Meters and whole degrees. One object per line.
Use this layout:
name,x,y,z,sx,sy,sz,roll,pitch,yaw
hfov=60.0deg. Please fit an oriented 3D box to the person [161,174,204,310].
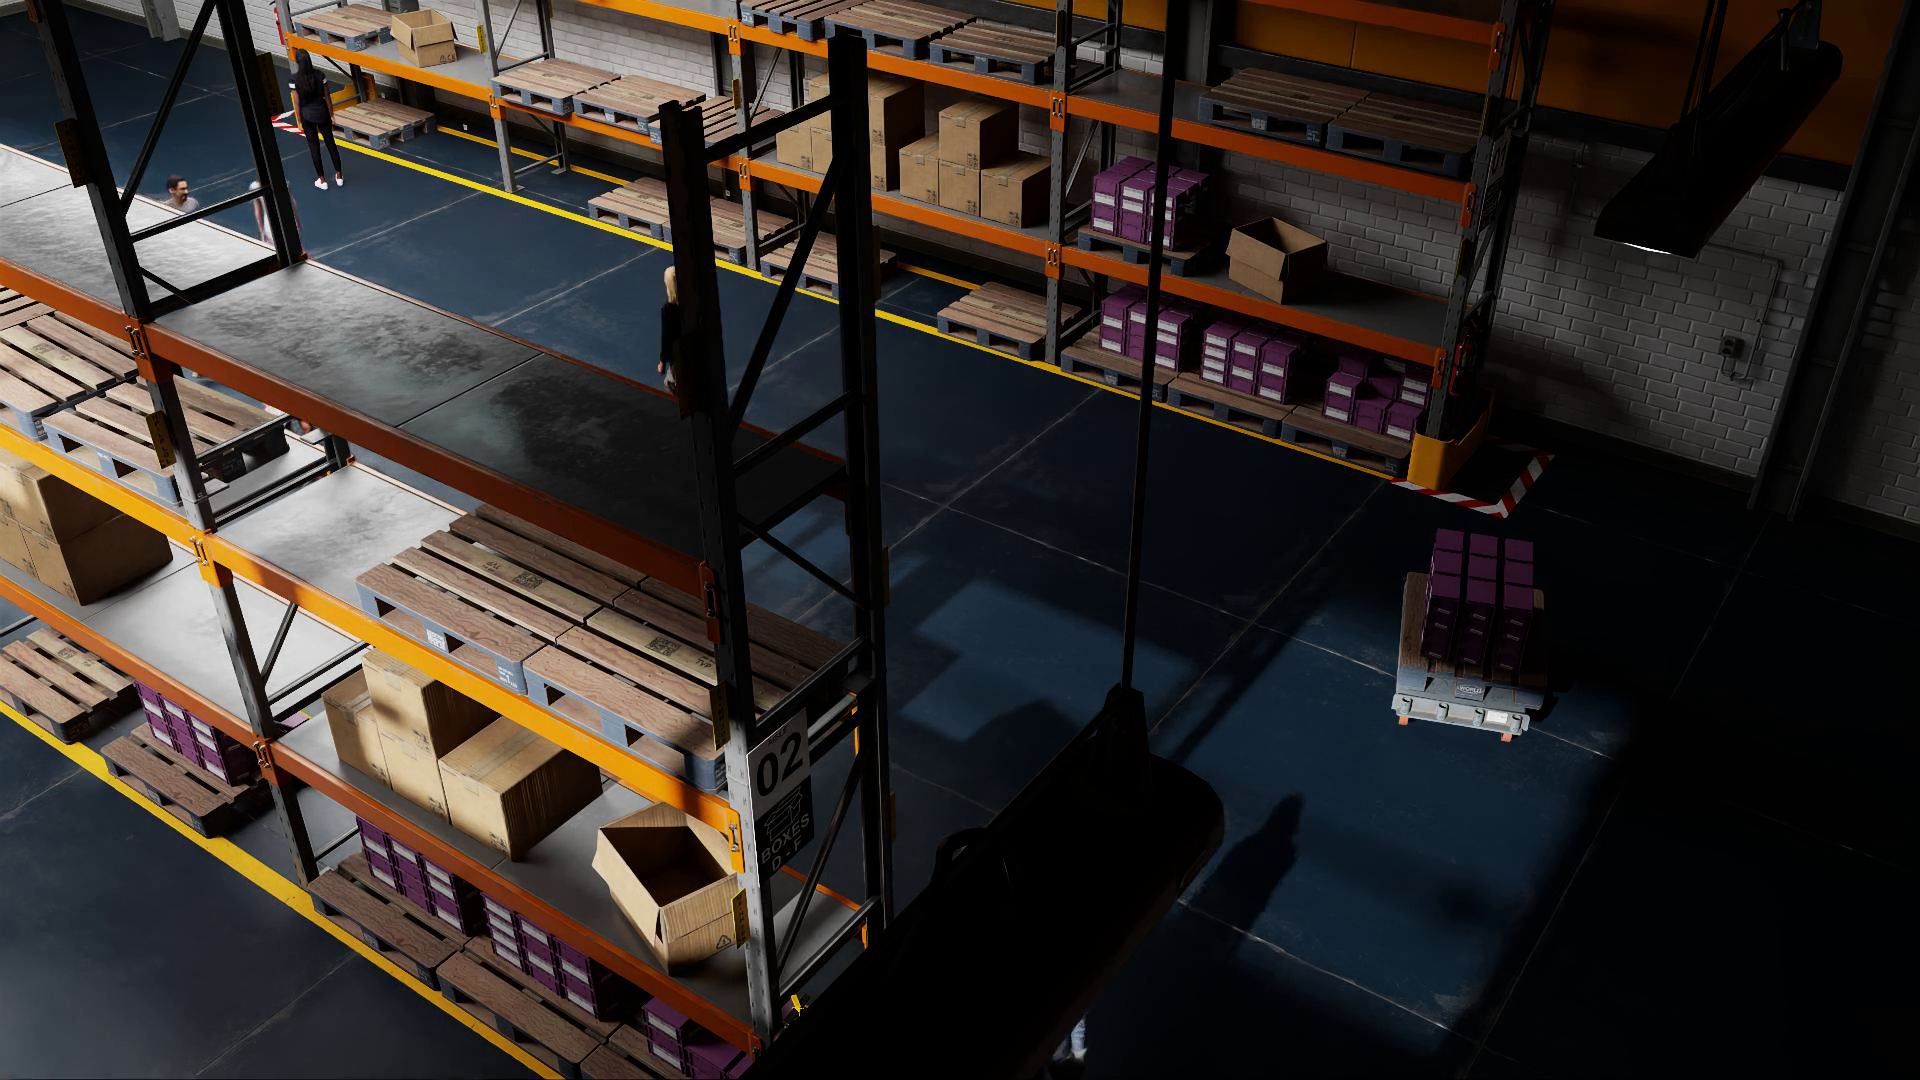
person,-7.944,-2.925,17.065,0.697,1.734,0.726,-27,42,-35

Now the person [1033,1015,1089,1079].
person,0.465,2.623,8.772,1.029,1.673,0.887,7,34,11

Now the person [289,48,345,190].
person,-7.938,-5.196,20.486,0.686,1.729,0.674,-22,39,-29
